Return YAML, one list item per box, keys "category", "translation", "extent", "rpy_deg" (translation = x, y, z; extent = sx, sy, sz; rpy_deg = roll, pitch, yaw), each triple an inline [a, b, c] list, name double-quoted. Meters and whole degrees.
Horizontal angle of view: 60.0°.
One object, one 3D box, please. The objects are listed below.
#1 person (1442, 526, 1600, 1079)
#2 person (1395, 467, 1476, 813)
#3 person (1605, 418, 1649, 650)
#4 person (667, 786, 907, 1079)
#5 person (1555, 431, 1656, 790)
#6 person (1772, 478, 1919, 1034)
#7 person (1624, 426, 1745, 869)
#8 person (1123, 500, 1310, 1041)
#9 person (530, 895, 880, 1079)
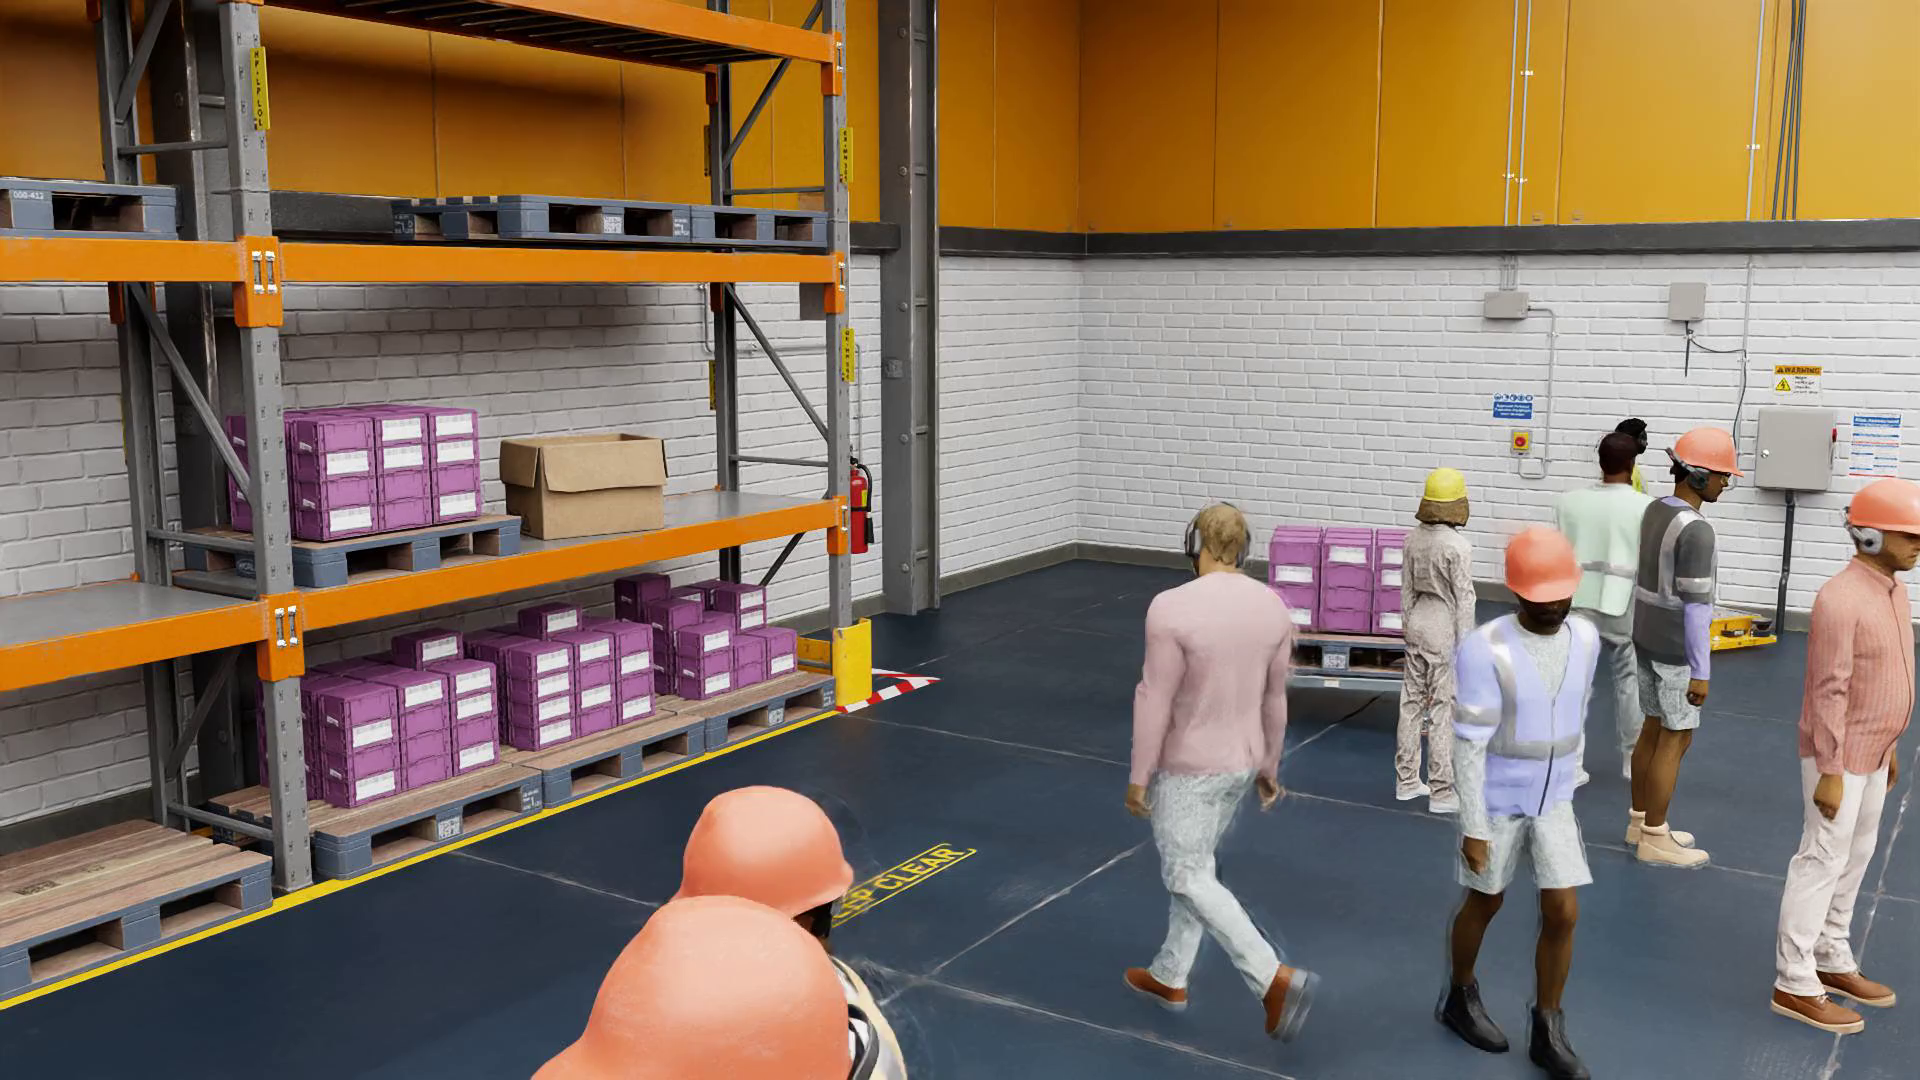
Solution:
- category: "person"
  translation: [1.868, 0.868, 5.553]
  extent: [0.559, 1.884, 0.773]
  rpy_deg: [-2, 9, -15]
- category: "person"
  translation: [2.427, 0.501, 8.421]
  extent: [0.284, 1.746, 0.488]
  rpy_deg: [-4, 10, -25]
- category: "person"
  translation: [4.834, -0.040, 12.092]
  extent: [0.318, 1.697, 0.534]
  rpy_deg: [2, 9, 15]
- category: "person"
  translation: [-0.135, 1.304, 2.727]
  extent: [0.888, 1.904, 0.552]
  rpy_deg: [-3, 9, -18]
- category: "person"
  translation: [3.473, 0.365, 8.869]
  extent: [0.615, 1.873, 0.910]
  rpy_deg: [9, 12, 44]
- category: "person"
  translation: [3.225, 0.762, 5.966]
  extent: [0.610, 1.986, 0.407]
  rpy_deg: [-8, 12, -43]
- category: "person"
  translation: [3.287, 0.494, 7.573]
  extent: [0.408, 2.028, 0.613]
  rpy_deg: [0, 9, 3]
- category: "person"
  translation: [0.933, 0.818, 5.881]
  extent: [0.674, 1.892, 0.800]
  rpy_deg: [-7, 11, -38]
- category: "person"
  translation: [-0.246, 1.368, 1.803]
  extent: [0.361, 2.047, 0.614]
  rpy_deg: [-1, 9, -9]
